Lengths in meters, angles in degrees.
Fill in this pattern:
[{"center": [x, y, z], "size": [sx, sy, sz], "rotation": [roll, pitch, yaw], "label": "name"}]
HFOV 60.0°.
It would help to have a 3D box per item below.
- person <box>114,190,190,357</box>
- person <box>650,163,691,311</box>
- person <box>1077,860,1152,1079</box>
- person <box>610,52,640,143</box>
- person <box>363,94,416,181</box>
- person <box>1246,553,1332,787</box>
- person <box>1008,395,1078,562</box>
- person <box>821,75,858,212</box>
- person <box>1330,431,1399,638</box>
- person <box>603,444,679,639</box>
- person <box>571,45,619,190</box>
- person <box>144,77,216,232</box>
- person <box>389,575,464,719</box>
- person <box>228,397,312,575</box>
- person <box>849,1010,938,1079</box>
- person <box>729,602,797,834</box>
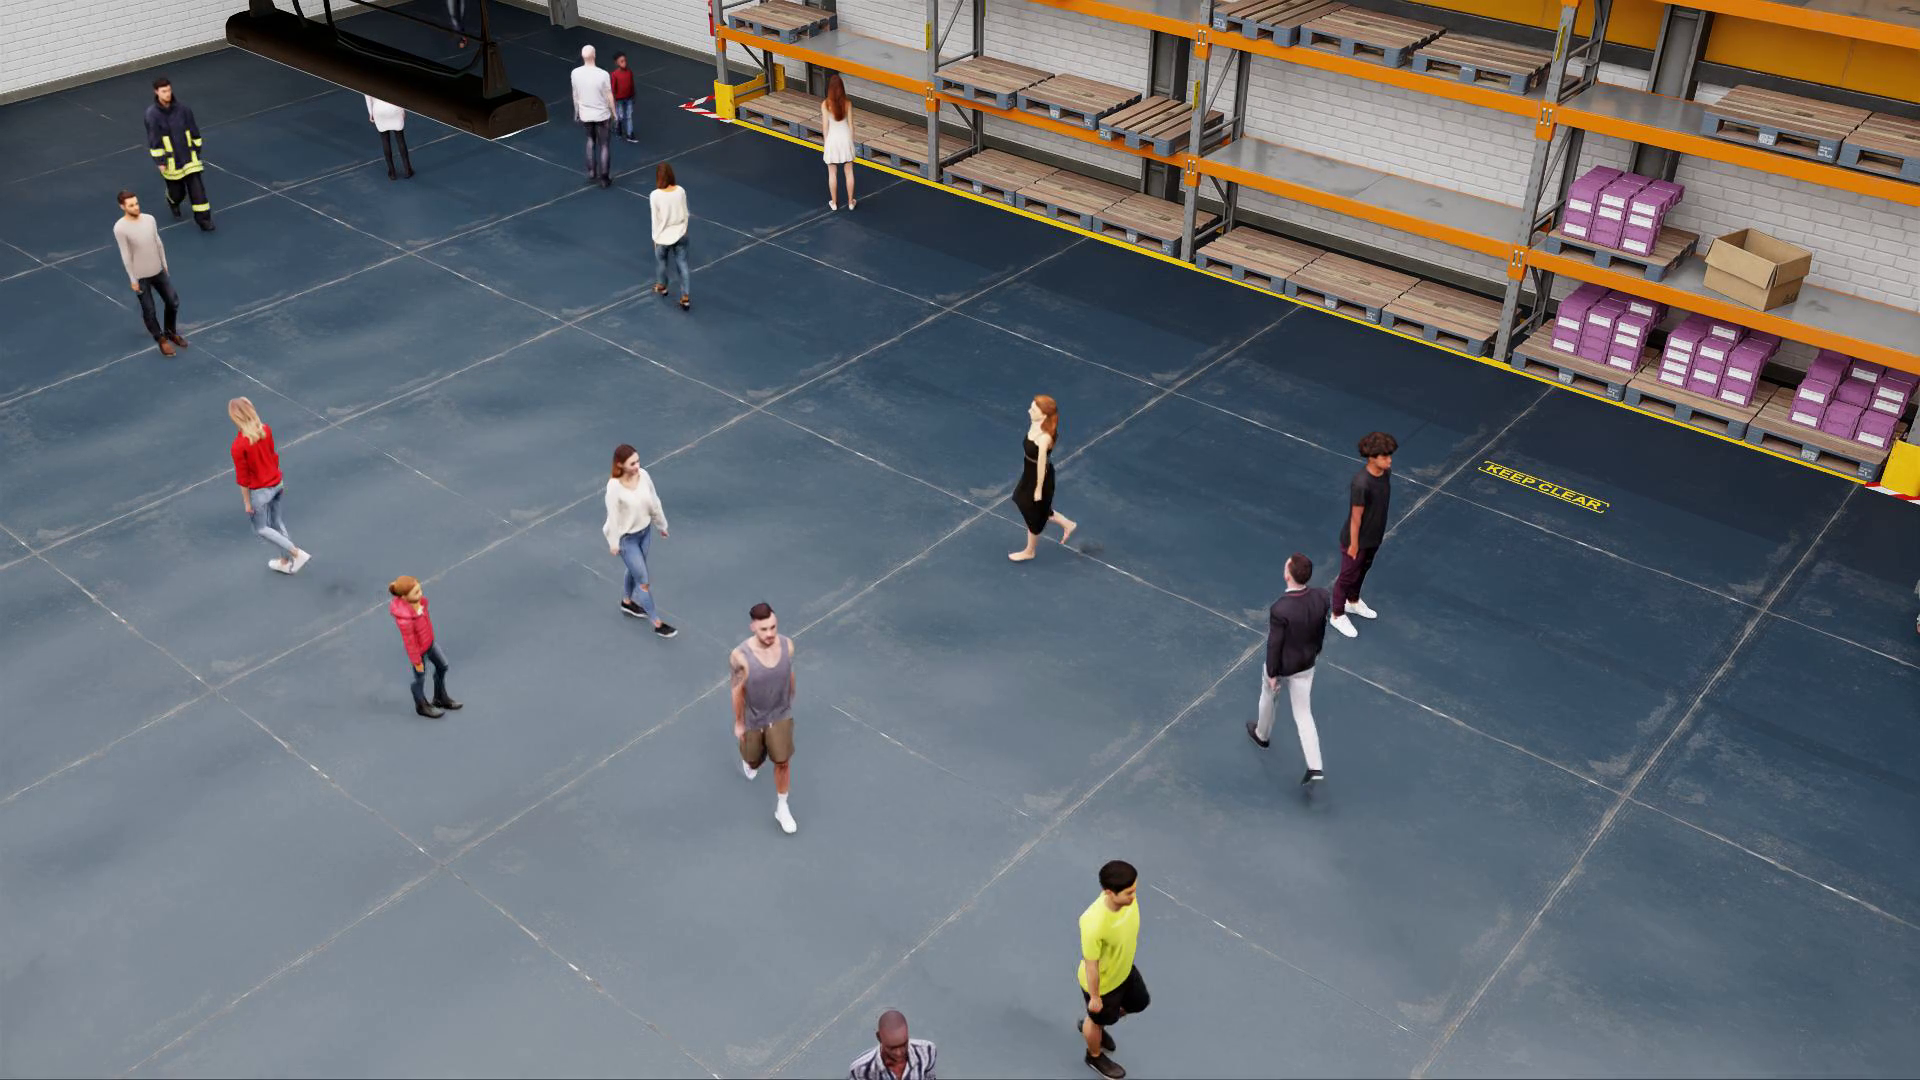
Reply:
[{"center": [-8.578, -2.807, 17.435], "size": [0.583, 1.853, 0.665], "rotation": [21, 39, 29], "label": "person"}, {"center": [-3.156, -3.322, 18.384], "size": [0.817, 1.660, 0.991], "rotation": [-19, 38, -26], "label": "person"}, {"center": [0.794, 2.474, 9.669], "size": [0.673, 1.654, 0.661], "rotation": [21, 39, 29], "label": "person"}, {"center": [-4.674, -6.118, 22.962], "size": [0.557, 1.248, 0.628], "rotation": [-24, 41, -32], "label": "person"}, {"center": [-7.466, -5.593, 21.670], "size": [0.738, 1.803, 0.773], "rotation": [-8, 35, -12], "label": "person"}, {"center": [2.407, 0.943, 11.830], "size": [1.047, 1.812, 1.250], "rotation": [-10, 35, -15], "label": "person"}, {"center": [0.754, -0.519, 14.210], "size": [0.922, 1.611, 0.879], "rotation": [-5, 34, -7], "label": "person"}, {"center": [-1.515, -4.977, 20.827], "size": [0.647, 1.711, 0.703], "rotation": [-4, 34, -5], "label": "person"}, {"center": [3.257, -0.091, 13.410], "size": [0.545, 1.784, 0.617], "rotation": [26, 42, 33], "label": "person"}, {"center": [-2.685, -0.040, 13.442], "size": [0.953, 1.664, 0.683], "rotation": [22, 39, 29], "label": "person"}, {"center": [-4.718, -5.406, 21.374], "size": [0.763, 1.819, 0.859], "rotation": [5, 34, 8], "label": "person"}, {"center": [-9.554, -4.710, 20.250], "size": [0.886, 1.904, 1.116], "rotation": [-25, 41, -33], "label": "person"}, {"center": [-4.117, 0.802, 12.497], "size": [0.691, 1.308, 0.646], "rotation": [6, 34, 9], "label": "person"}, {"center": [-5.779, -0.401, 13.957], "size": [0.850, 1.694, 0.765], "rotation": [11, 35, 16], "label": "person"}, {"center": [-0.342, 3.068, 8.649], "size": [0.715, 1.794, 0.707], "rotation": [-13, 36, -19], "label": "person"}, {"center": [-1.364, 1.157, 11.509], "size": [0.913, 1.834, 1.110], "rotation": [-14, 36, -20], "label": "person"}]
